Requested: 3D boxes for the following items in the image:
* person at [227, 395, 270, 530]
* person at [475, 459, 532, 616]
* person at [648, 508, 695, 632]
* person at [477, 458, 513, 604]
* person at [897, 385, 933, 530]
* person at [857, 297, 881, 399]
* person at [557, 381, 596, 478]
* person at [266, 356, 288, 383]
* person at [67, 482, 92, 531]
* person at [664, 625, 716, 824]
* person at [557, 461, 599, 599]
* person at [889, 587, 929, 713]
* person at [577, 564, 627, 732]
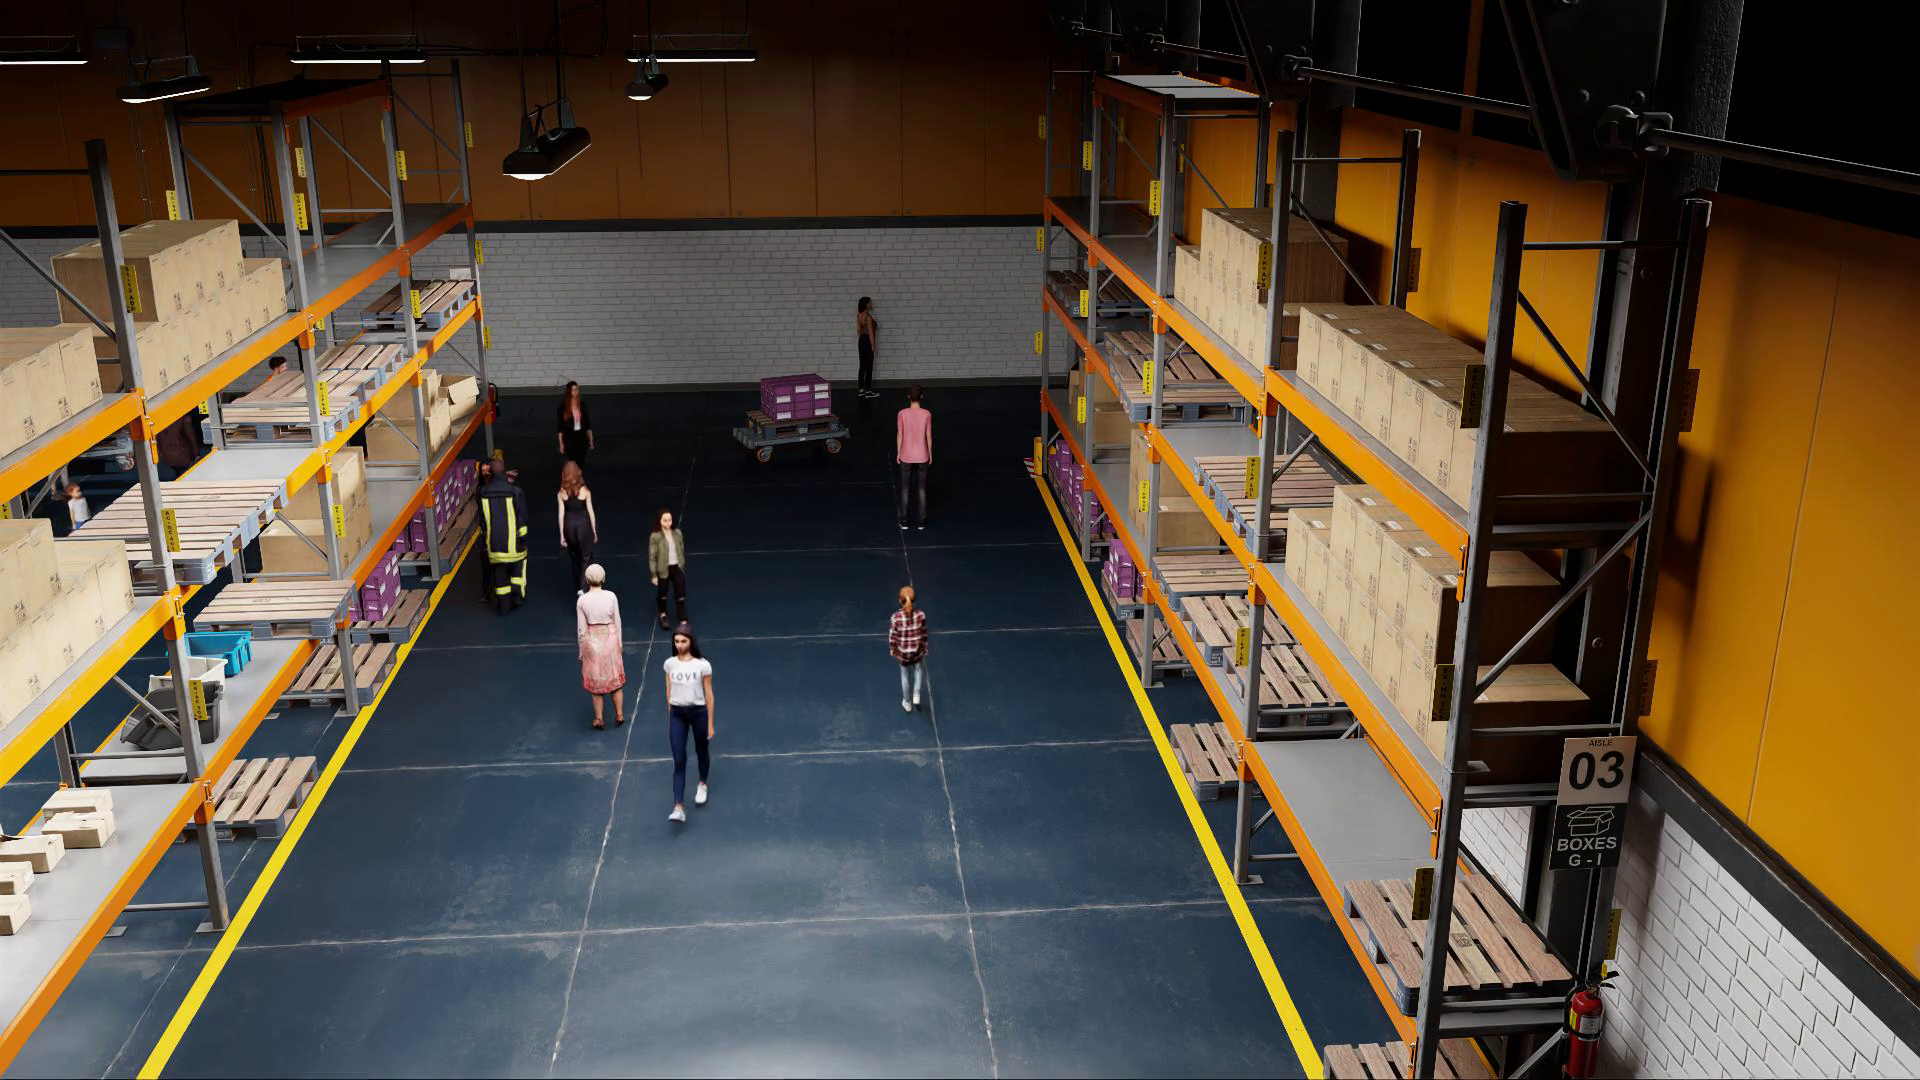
[{"bbox_3d":[-9.548,-1.027,22.070,0.852,1.861,0.823,-8,20,-23],"label":"person"},{"bbox_3d":[-5.266,-0.023,19.182,0.781,1.803,0.831,1,19,3],"label":"person"},{"bbox_3d":[-3.298,0.349,18.649,0.869,1.436,1.068,-10,21,-28],"label":"person"},{"bbox_3d":[-5.468,-0.158,19.734,0.633,1.706,1.051,0,19,-1],"label":"person"},{"bbox_3d":[-0.612,-1.102,22.139,0.615,1.958,0.543,-2,19,-5],"label":"person"},{"bbox_3d":[-1.658,-3.411,29.292,0.748,1.770,0.635,-13,22,-33],"label":"person"},{"bbox_3d":[-5.463,-1.424,23.496,0.773,1.704,0.826,-12,22,-32],"label":"person"},{"bbox_3d":[-10.045,-1.757,24.245,0.861,1.857,0.720,-8,20,-22],"label":"person"},{"bbox_3d":[-11.185,-0.251,21.099,0.617,1.010,0.655,5,19,15],"label":"person"},{"bbox_3d":[-2.333,1.556,14.593,0.745,1.739,1.141,1,19,4],"label":"person"},{"bbox_3d":[-4.455,-0.056,19.400,0.589,1.725,1.044,-3,19,-8],"label":"person"},{"bbox_3d":[-0.491,1.110,16.608,0.551,1.296,0.525,-3,19,-9],"label":"person"},{"bbox_3d":[-3.491,1.042,16.195,0.659,1.690,0.658,-7,20,-20],"label":"person"}]
